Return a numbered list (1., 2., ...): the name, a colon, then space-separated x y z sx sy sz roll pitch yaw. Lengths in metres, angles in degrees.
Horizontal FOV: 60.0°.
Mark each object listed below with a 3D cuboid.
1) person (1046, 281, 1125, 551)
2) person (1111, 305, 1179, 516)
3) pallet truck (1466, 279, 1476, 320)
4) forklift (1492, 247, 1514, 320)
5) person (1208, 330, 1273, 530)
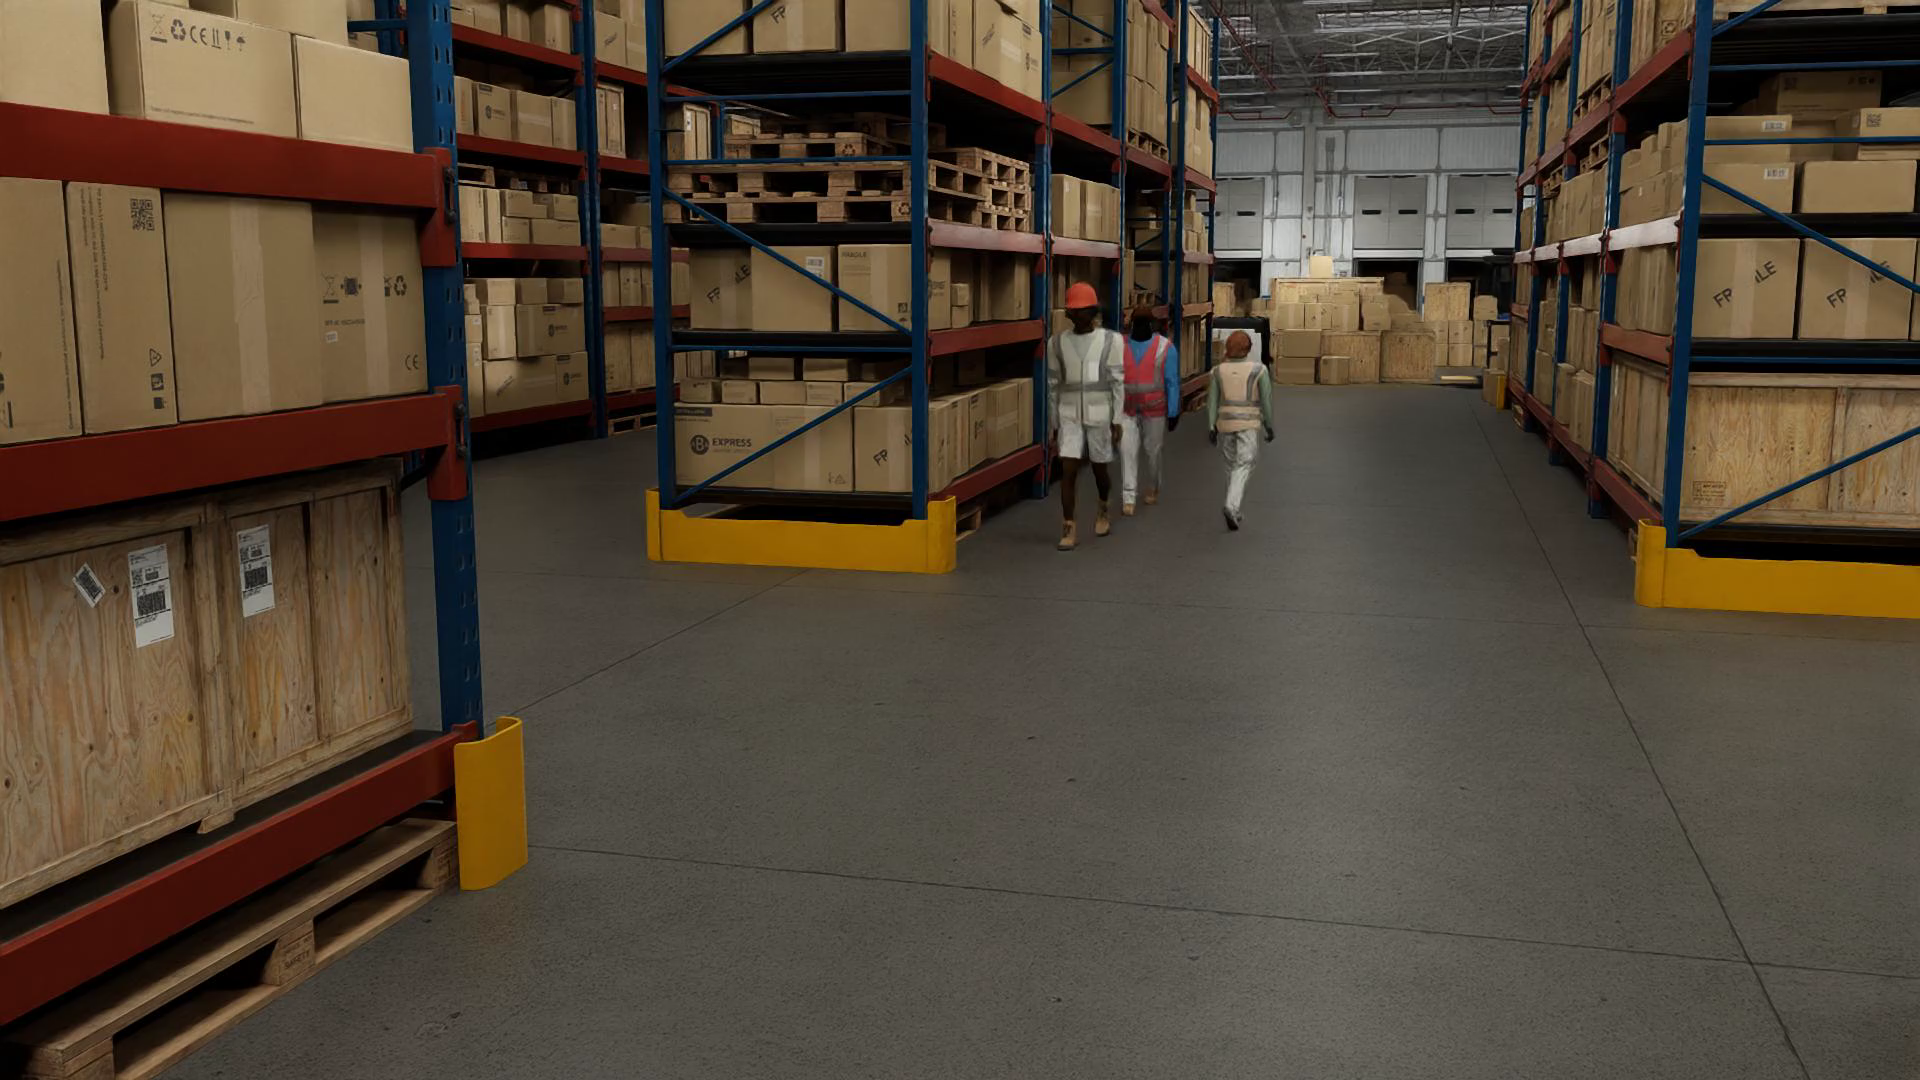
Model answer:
1. person: 0.963 -0.959 12.651 0.612 2.010 0.951 2 9 13
2. person: 1.597 -1.141 14.459 0.625 1.808 0.910 2 9 14
3. pallet truck: 18.896 -8.459 60.307 1.885 1.965 0.823 5 10 31
4. forklift: 14.408 -6.284 43.693 1.873 2.768 1.129 -8 12 -41
5. person: 2.250 -0.903 13.532 0.519 1.608 0.762 5 10 30
